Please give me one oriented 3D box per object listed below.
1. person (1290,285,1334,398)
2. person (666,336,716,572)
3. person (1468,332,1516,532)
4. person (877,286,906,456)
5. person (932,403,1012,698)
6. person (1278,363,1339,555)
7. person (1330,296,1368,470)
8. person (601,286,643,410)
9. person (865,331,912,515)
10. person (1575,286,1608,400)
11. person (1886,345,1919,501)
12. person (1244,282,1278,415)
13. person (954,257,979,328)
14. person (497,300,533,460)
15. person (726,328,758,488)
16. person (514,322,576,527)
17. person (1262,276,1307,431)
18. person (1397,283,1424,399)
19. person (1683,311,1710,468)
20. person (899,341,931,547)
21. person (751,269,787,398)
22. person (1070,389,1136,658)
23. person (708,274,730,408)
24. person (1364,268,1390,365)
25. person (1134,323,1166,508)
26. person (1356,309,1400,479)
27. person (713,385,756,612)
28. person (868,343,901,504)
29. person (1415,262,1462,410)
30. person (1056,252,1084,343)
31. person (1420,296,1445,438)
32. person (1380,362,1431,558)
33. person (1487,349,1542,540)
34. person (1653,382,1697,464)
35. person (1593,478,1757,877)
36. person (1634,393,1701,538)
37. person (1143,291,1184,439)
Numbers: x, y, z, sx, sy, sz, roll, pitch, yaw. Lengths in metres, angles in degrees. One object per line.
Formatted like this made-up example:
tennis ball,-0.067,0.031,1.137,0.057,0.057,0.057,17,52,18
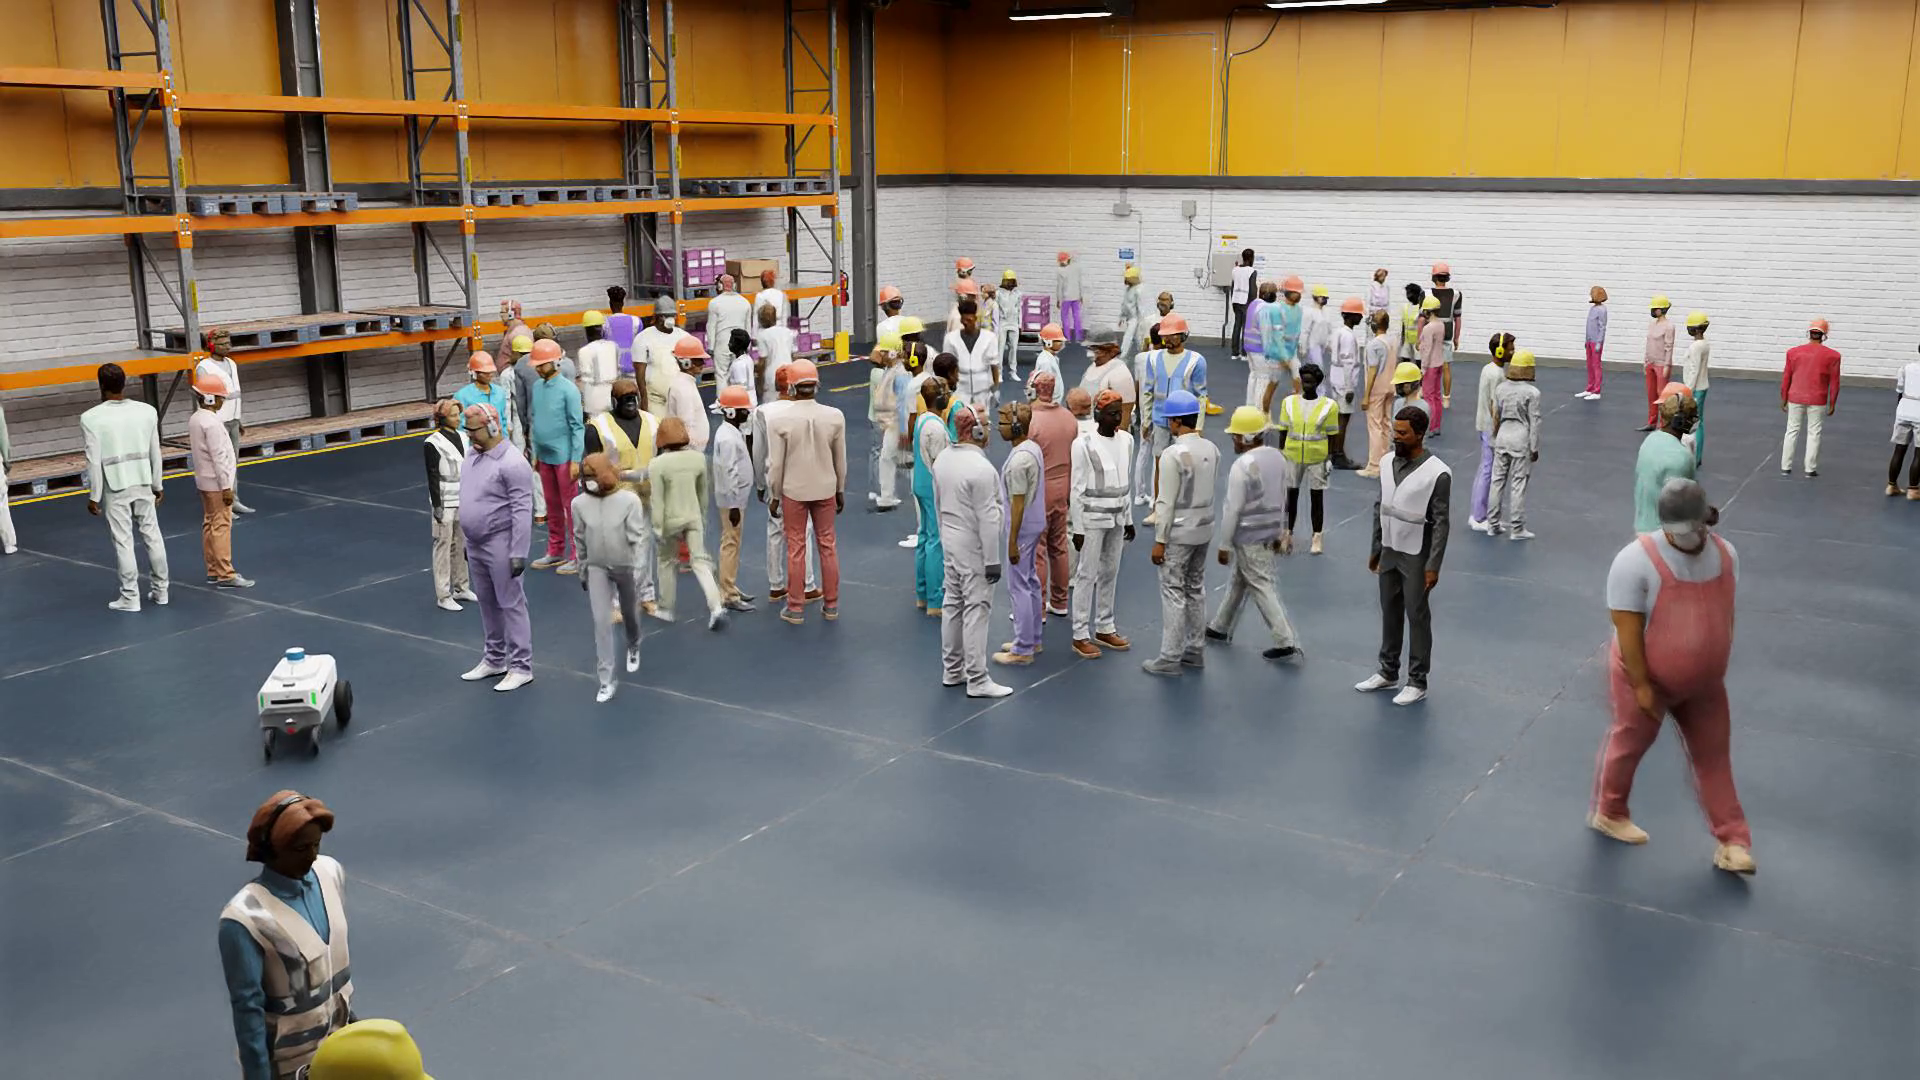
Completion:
person,4.974,-2.718,23.294,0.532,1.727,0.888,-11,17,-39
person,-2.275,-0.727,14.058,0.389,1.992,0.625,-3,13,-13
person,4.992,-1.013,15.579,0.310,1.868,0.533,2,13,10
person,-0.759,-1.849,18.843,0.392,2.033,0.605,10,16,37
person,0.091,0.066,10.805,0.406,1.914,0.636,-7,15,-29
person,3.052,-0.716,14.669,0.534,1.696,0.318,6,14,23
person,4.353,-1.764,18.687,0.372,1.935,0.551,0,13,0
person,-4.049,-2.040,19.818,0.603,1.966,0.368,-8,15,-30
person,-0.562,-1.147,16.312,0.727,1.807,0.596,-3,13,-12
person,9.172,-2.852,24.069,0.279,1.633,0.505,0,13,-1
person,9.762,-1.234,16.940,0.319,1.686,0.539,-5,14,-22
person,4.040,-2.555,22.372,0.435,1.827,0.697,-1,13,-6
person,0.097,-3.234,24.935,0.395,1.993,0.614,3,13,11
person,-4.962,-1.730,18.604,0.401,1.906,0.650,-2,13,-9
person,-2.309,-1.393,17.595,0.319,1.700,0.533,0,13,2
person,-3.884,-1.086,15.738,0.634,1.938,0.352,4,13,15
person,4.189,-2.322,20.975,0.614,1.991,1.027,-9,16,-35
person,6.595,-2.880,24.090,0.363,1.676,0.570,-5,14,-22
person,8.259,-1.693,18.754,0.322,1.765,0.533,9,16,35
person,-0.370,-0.855,14.926,0.328,1.862,0.501,5,14,22
person,-2.762,-2.970,24.047,0.534,1.879,0.595,11,17,40
person,1.004,-0.122,11.679,0.584,1.880,0.337,-11,17,-40
person,-3.263,-2.743,23.075,0.520,1.873,0.328,7,15,29
person,6.995,-3.731,27.889,0.524,1.634,0.313,-7,15,-29
person,1.958,-1.242,16.613,0.521,1.857,0.348,12,18,42
person,4.570,-1.591,18.142,0.508,1.842,0.332,-11,17,-40
person,-1.727,-0.329,12.862,0.342,1.748,0.573,-2,13,-7
person,-0.785,-1.191,16.860,0.284,1.636,0.498,-4,13,-15
person,6.605,-2.816,23.023,0.615,2.038,0.395,-1,13,-3
person,2.084,-4.563,31.339,0.681,1.717,0.332,-9,16,-35
person,5.859,-2.158,20.773,0.327,1.765,0.531,10,16,36
person,3.813,-0.645,14.232,0.345,1.758,0.532,-4,13,-15
person,5.107,-0.880,15.281,0.324,1.740,0.492,-10,17,-38
person,5.530,-0.357,12.980,0.339,1.752,0.564,3,13,14
person,3.516,0.609,8.166,0.702,2.000,0.887,-2,13,-9
person,4.705,-0.024,11.134,0.356,1.938,0.638,0,13,2
person,2.525,-2.164,20.638,0.513,1.835,0.345,2,13,7
